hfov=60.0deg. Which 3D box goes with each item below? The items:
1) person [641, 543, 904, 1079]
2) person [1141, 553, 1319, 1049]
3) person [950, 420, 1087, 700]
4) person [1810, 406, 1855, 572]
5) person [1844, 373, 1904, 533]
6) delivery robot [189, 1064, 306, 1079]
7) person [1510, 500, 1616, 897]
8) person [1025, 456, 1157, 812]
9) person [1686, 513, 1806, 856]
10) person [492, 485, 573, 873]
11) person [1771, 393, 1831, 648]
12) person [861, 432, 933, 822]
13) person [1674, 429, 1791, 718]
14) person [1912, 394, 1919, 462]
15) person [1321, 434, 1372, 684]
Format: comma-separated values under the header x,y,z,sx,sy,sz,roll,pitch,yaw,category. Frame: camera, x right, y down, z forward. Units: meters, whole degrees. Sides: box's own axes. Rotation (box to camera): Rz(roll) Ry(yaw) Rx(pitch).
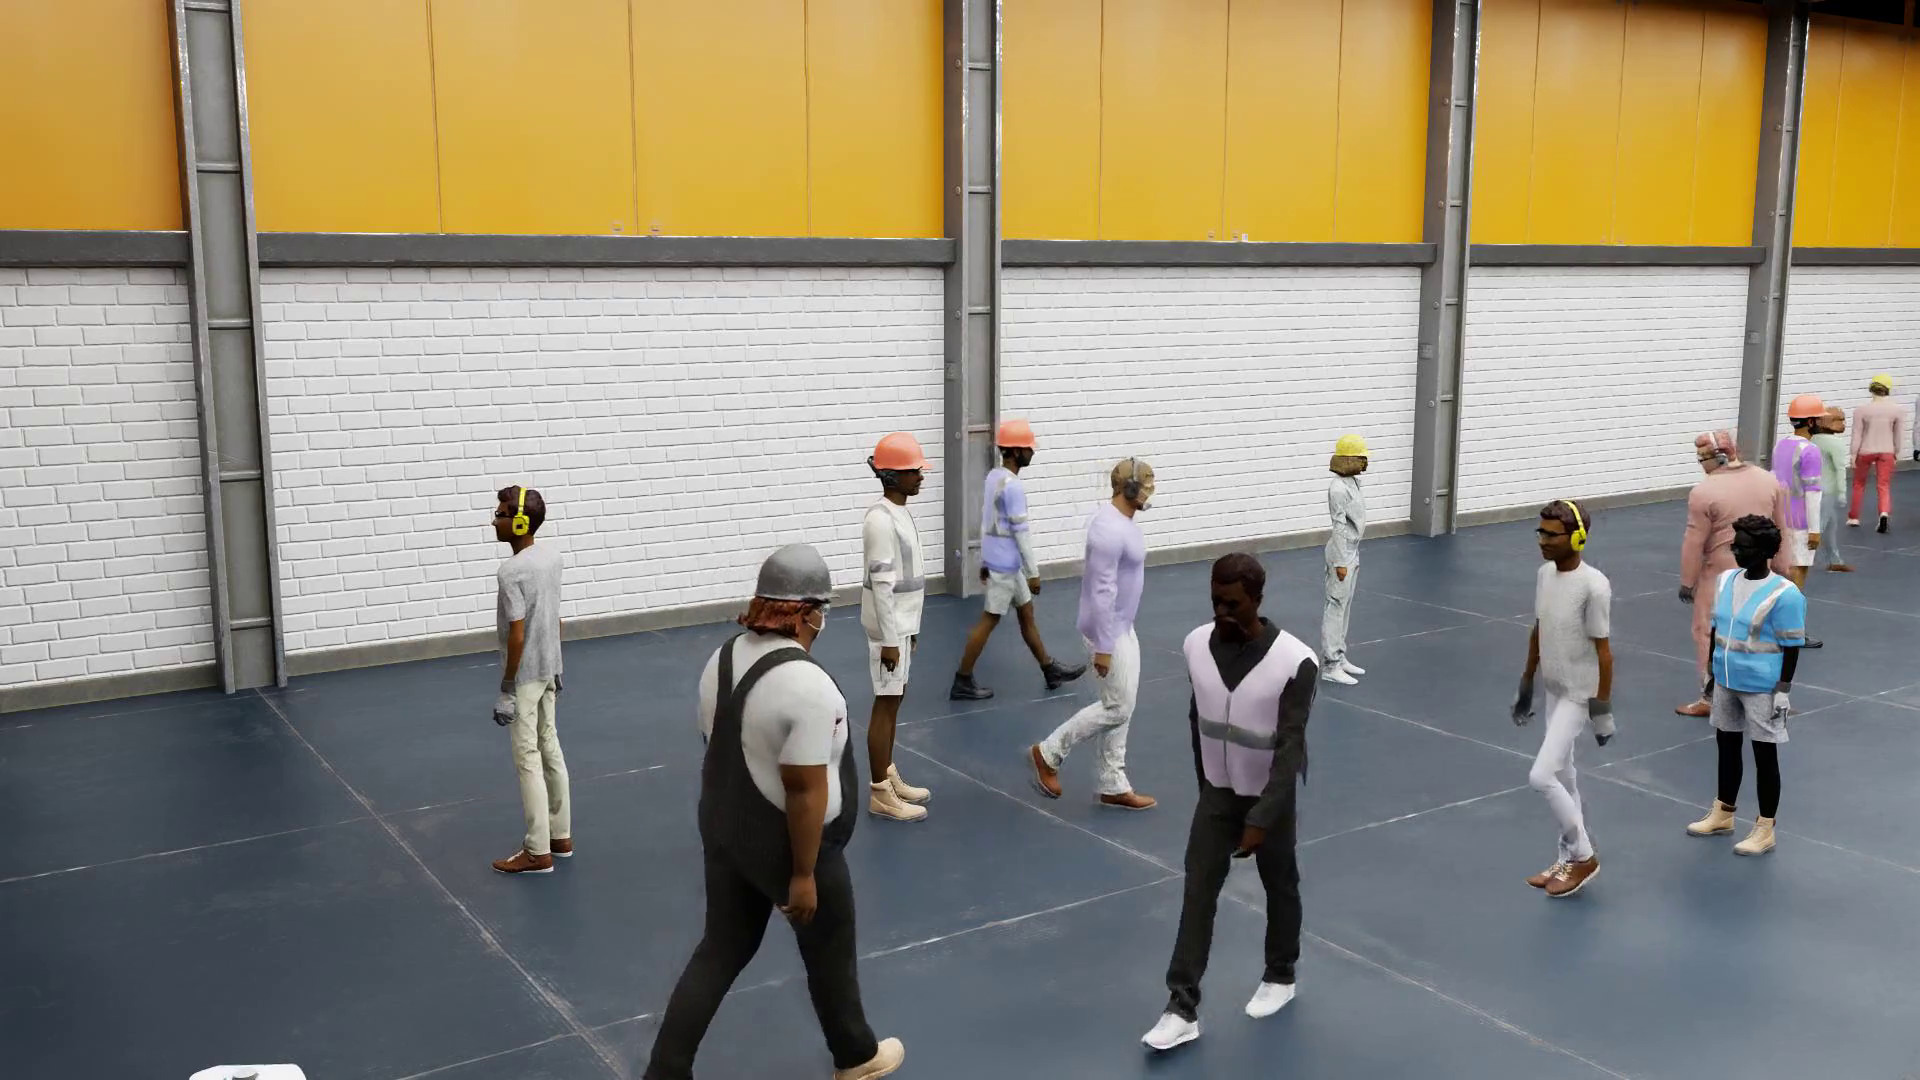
x,y,z,sx,sy,sz,roll,pitch,yaw,category
-0.685,0.969,5.670,0.995,2.000,0.694,-9,13,-42,person
1.038,0.970,6.206,0.581,1.863,0.995,8,12,38,person
0.373,0.136,11.160,1.008,1.878,0.569,-2,10,-11,person
8.097,-0.465,15.626,0.794,1.603,0.512,0,9,-1,person
10.025,-0.952,18.202,0.527,1.744,0.803,2,10,15,person
-2.187,1.796,4.872,0.477,0.478,0.707,0,9,-2,delivery robot
2.780,0.729,7.686,0.438,1.847,0.526,-1,9,-6,person
0.735,0.502,8.870,0.611,1.913,0.643,2,10,13,person
3.914,0.710,8.263,0.317,1.695,0.540,-3,10,-20,person
-2.081,0.667,7.997,0.315,1.871,0.531,2,10,14,person
6.403,-0.150,12.706,0.351,1.942,0.545,-1,9,-4,person
-0.327,0.449,8.789,0.379,2.045,0.605,1,9,6,person
5.005,0.217,10.734,0.772,1.874,0.397,-2,10,-10,person
10.837,-1.012,18.296,0.663,1.814,0.436,4,10,23,person
2.715,0.124,11.657,0.294,1.744,0.487,4,10,23,person
